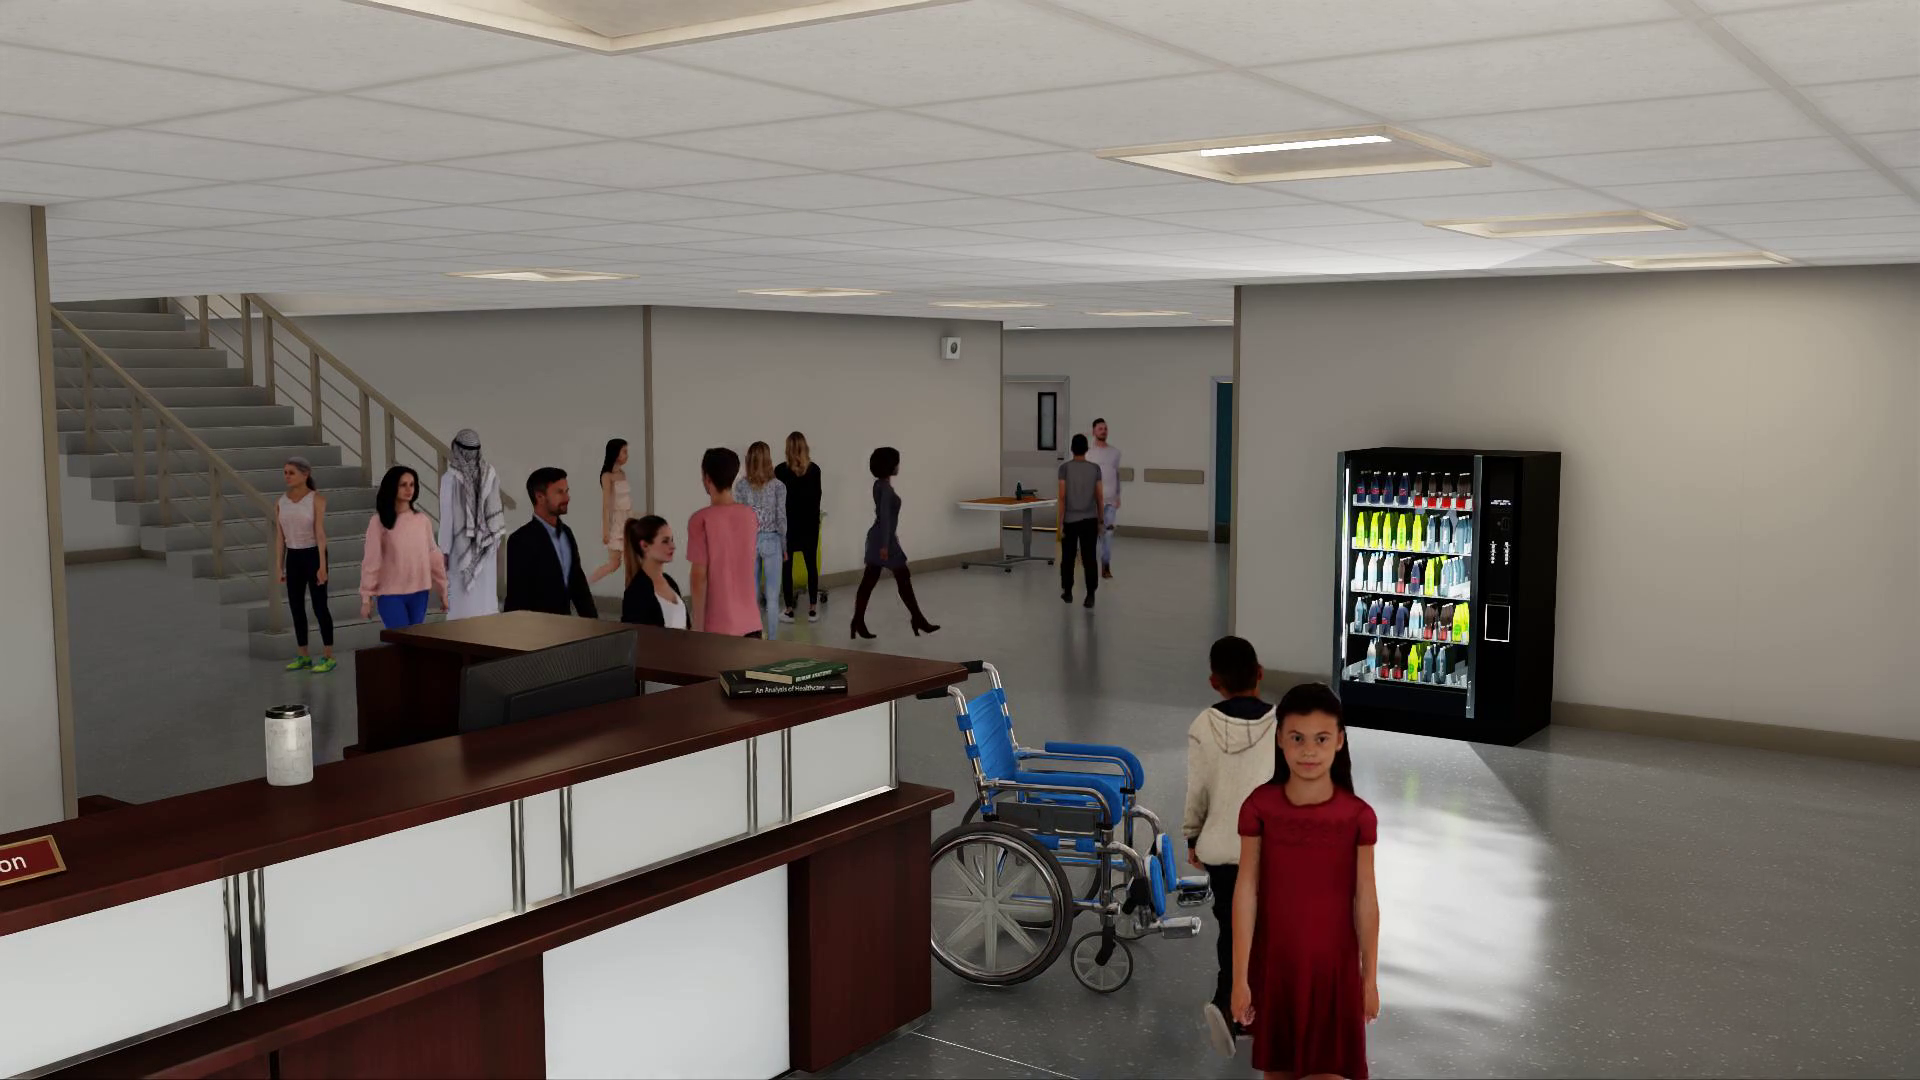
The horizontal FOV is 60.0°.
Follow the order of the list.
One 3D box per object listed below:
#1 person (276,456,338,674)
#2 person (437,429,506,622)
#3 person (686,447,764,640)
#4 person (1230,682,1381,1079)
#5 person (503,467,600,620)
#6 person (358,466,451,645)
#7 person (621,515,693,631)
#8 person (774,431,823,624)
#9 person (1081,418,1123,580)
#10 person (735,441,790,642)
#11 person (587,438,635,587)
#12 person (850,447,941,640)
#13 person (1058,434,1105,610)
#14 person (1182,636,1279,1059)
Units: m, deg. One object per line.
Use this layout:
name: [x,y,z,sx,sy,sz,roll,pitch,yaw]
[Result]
person: [-5.146,0.188,13.106,0.583,1.698,0.731,1,6,15]
person: [-3.775,0.100,12.830,0.647,1.926,0.709,5,8,40]
person: [-1.185,0.508,8.857,0.822,1.910,1.295,-6,8,-44]
person: [0.931,1.142,4.486,1.040,1.523,0.838,2,6,16]
person: [-2.272,0.565,8.800,1.307,1.810,0.939,2,6,15]
person: [-3.639,0.413,10.710,1.062,1.728,0.716,5,7,38]
person: [-1.548,0.718,7.963,0.909,1.672,0.750,2,6,20]
person: [-1.532,-0.124,15.680,0.684,1.802,0.705,-2,6,-20]
person: [1.584,-0.476,19.056,1.018,1.826,1.095,-1,6,-14]
person: [-1.624,0.082,13.660,0.573,1.796,0.715,1,6,14]
person: [-3.334,-0.087,15.770,1.024,1.712,0.778,2,6,17]
person: [-0.756,0.059,14.484,1.058,1.678,1.024,-1,6,-14]
person: [1.198,-0.151,16.384,1.169,1.715,1.181,-1,6,-6]
person: [0.948,1.069,5.689,0.757,1.428,0.649,4,7,34]
